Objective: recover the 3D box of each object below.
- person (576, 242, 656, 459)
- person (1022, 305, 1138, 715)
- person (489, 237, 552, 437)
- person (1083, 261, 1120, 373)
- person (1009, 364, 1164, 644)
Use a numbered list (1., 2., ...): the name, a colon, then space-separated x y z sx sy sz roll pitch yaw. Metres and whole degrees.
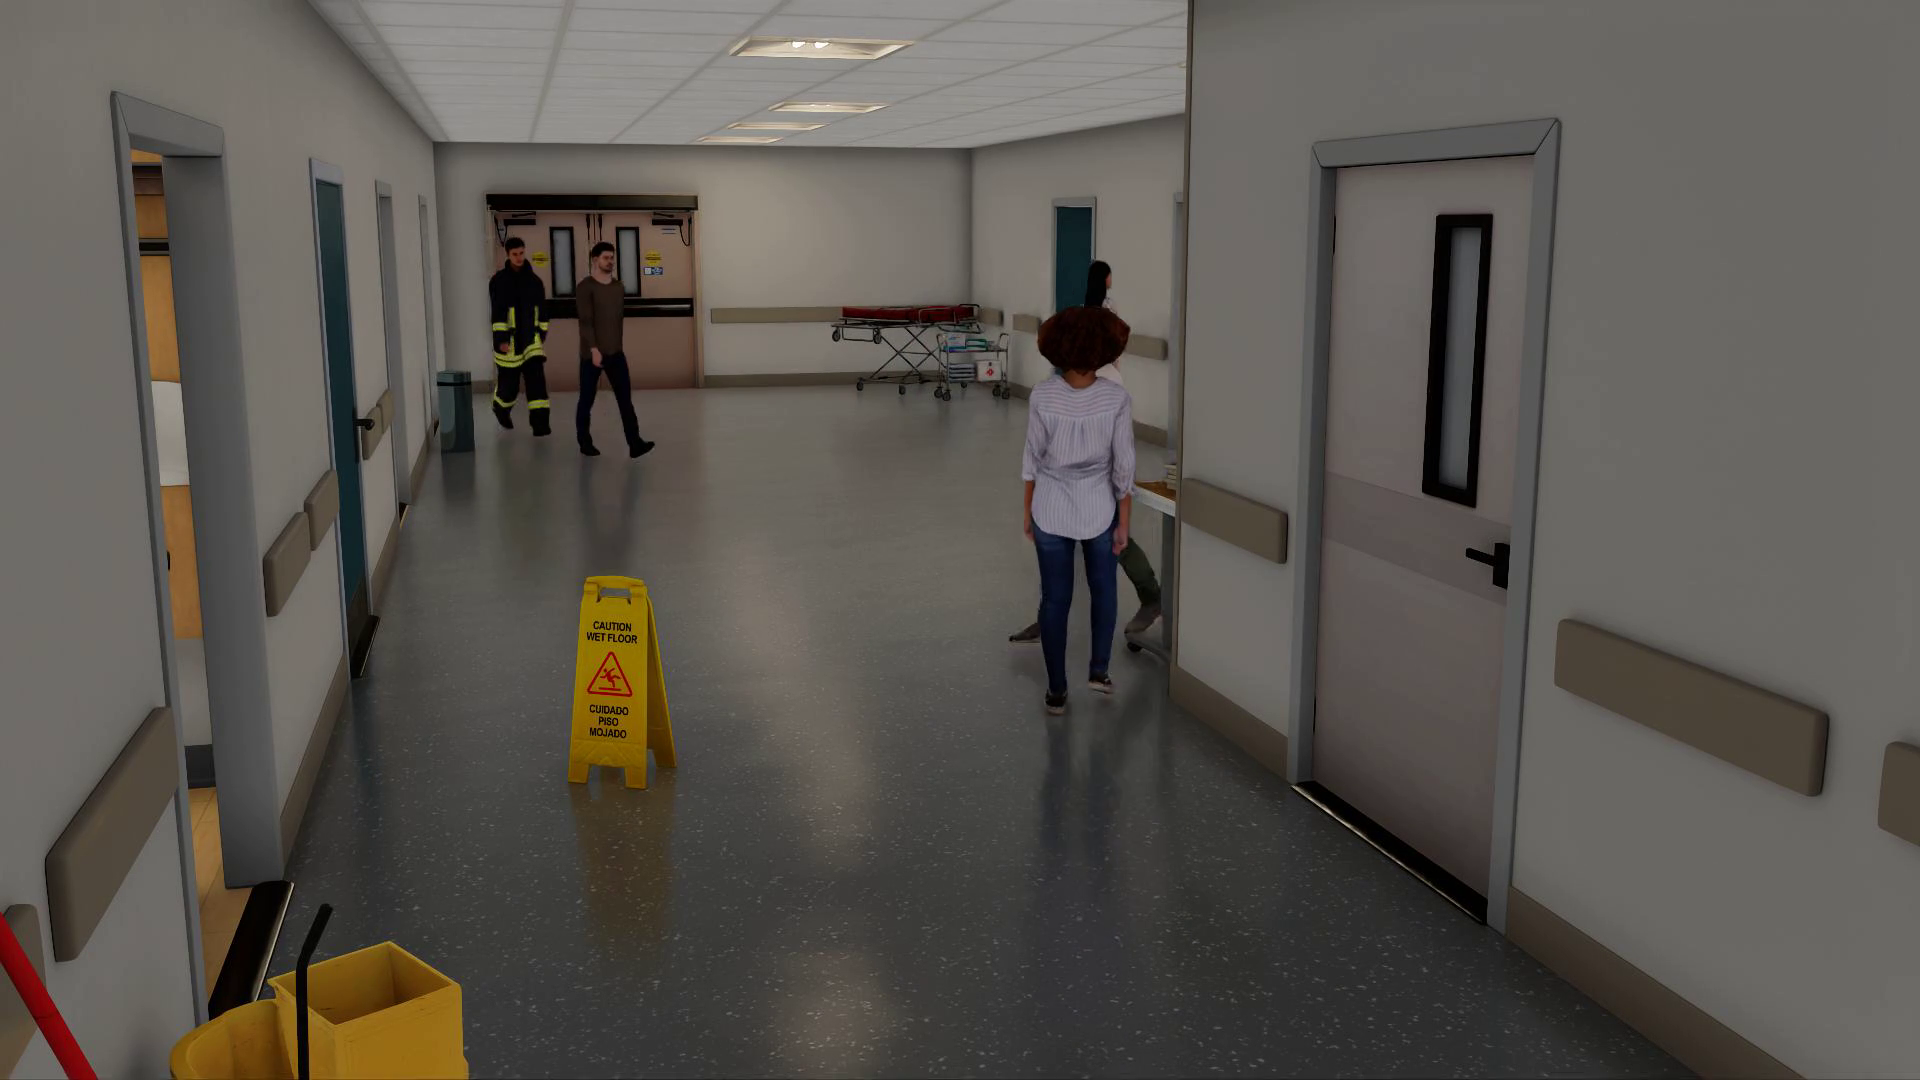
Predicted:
1. person: -3.151 -1.598 14.367 1.027 1.835 1.235 -10 15 -44
2. person: 0.475 -0.109 6.894 0.726 1.697 0.726 1 11 4
3. person: -4.298 -1.935 16.014 1.034 1.884 1.307 -8 13 -35
4. person: 1.102 -1.440 13.850 0.816 1.717 0.971 -6 12 -29
5. person: 0.714 -0.286 8.025 0.846 1.622 1.113 -6 12 -29
